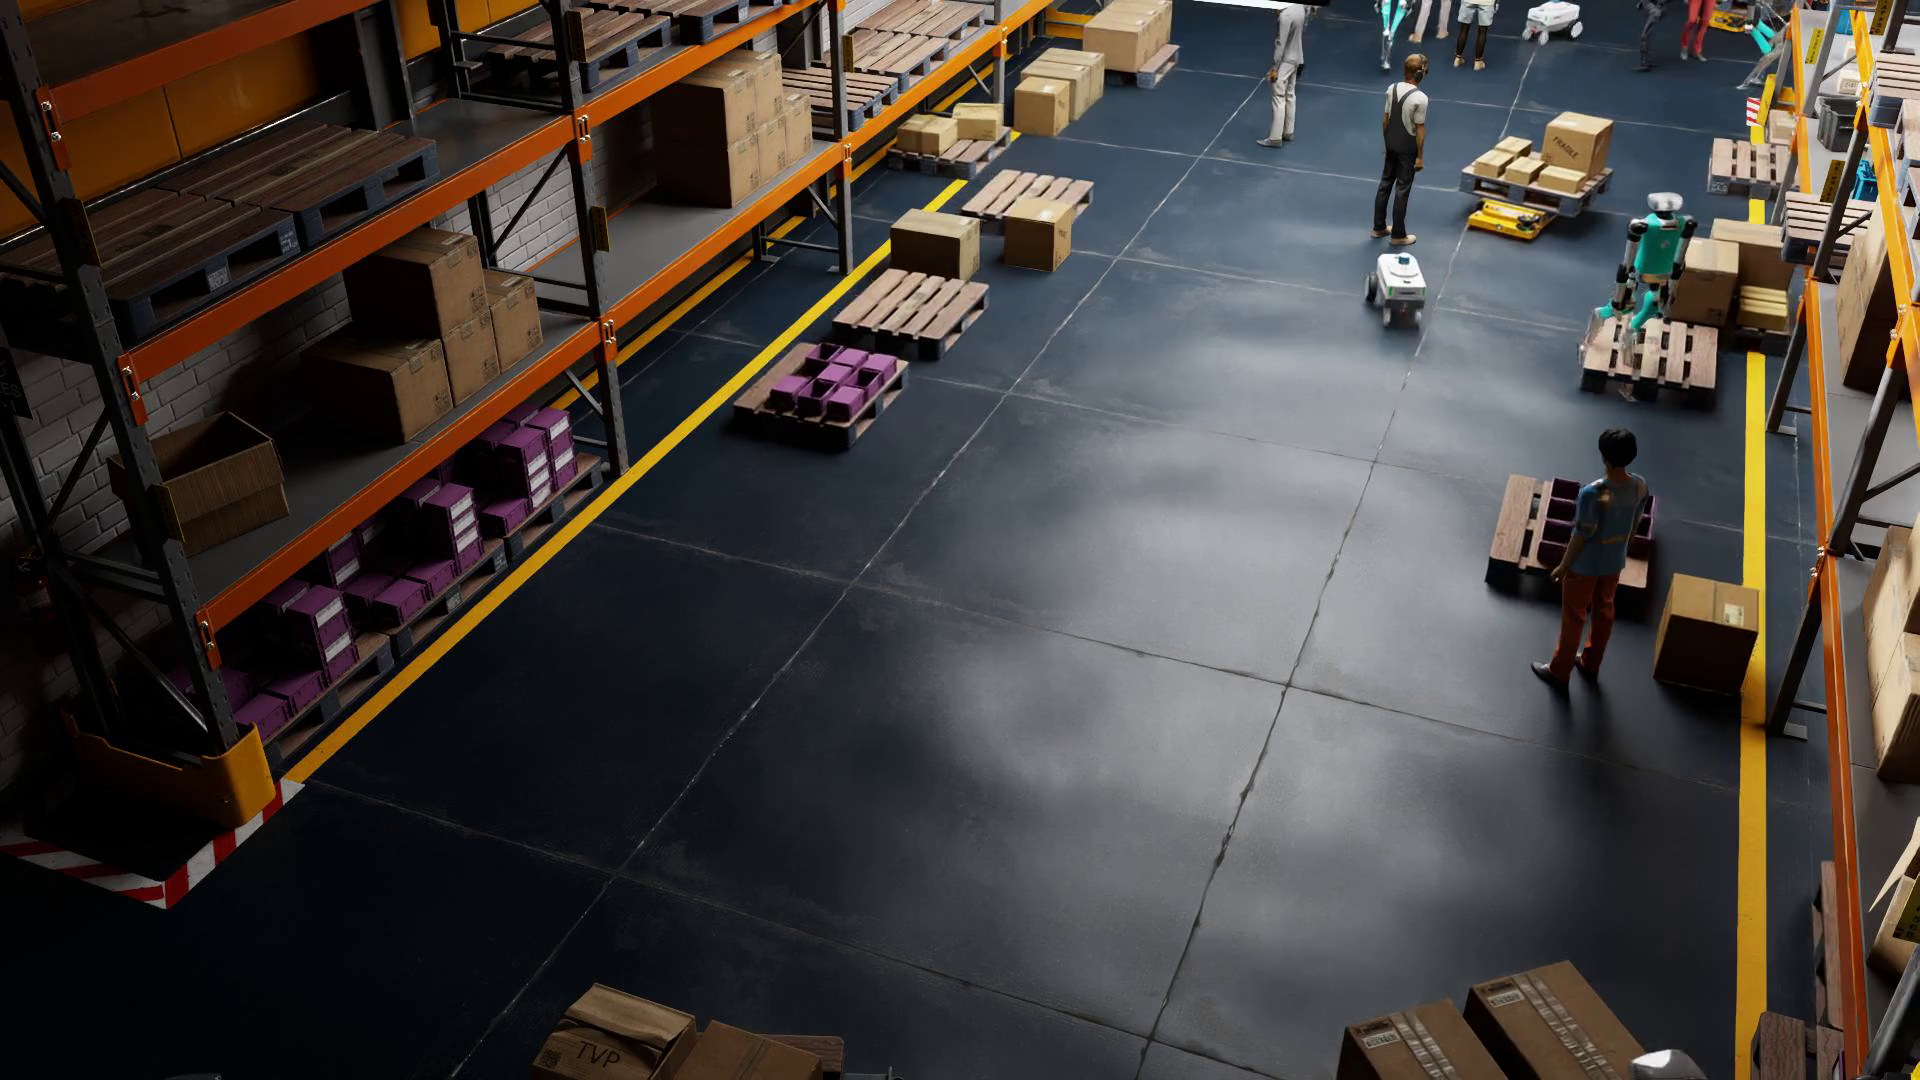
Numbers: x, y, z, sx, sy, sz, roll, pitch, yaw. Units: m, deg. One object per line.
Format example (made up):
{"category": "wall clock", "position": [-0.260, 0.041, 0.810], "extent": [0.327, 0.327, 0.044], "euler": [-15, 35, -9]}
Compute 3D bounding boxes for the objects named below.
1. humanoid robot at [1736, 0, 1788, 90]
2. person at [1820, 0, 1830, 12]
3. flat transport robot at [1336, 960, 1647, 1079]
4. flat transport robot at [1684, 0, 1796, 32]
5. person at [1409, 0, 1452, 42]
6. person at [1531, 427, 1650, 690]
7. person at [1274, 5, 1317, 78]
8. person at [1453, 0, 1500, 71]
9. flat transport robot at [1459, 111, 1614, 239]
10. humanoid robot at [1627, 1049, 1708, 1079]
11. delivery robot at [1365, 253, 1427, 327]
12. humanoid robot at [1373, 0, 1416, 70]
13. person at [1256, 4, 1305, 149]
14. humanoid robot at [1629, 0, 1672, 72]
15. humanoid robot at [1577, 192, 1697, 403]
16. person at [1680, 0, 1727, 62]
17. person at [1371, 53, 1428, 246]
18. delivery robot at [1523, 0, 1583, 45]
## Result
{"category": "humanoid robot", "position": [9.676, -6.261, 19.942], "extent": [0.848, 1.758, 0.547], "euler": [15, 36, 21]}
{"category": "person", "position": [10.977, -6.780, 20.614], "extent": [0.537, 1.865, 0.386], "euler": [-5, 33, -8]}
{"category": "flat transport robot", "position": [2.268, 2.824, 7.221], "extent": [0.659, 0.231, 1.431], "euler": [-10, 34, -15]}
{"category": "flat transport robot", "position": [10.712, -7.218, 22.762], "extent": [1.431, 0.231, 0.659], "euler": [-25, 40, -33]}
{"category": "person", "position": [6.256, -7.375, 21.656], "extent": [0.496, 1.737, 0.668], "euler": [17, 37, 25]}
{"category": "person", "position": [3.819, 0.119, 10.028], "extent": [0.496, 1.766, 0.322], "euler": [-10, 34, -16]}
{"category": "person", "position": [4.134, -6.566, 20.231], "extent": [0.551, 1.919, 0.717], "euler": [-9, 34, -13]}
{"category": "person", "position": [6.456, -6.699, 20.650], "extent": [0.529, 1.690, 0.322], "euler": [17, 37, 24]}
{"category": "flat transport robot", "position": [5.765, -3.416, 16.878], "extent": [0.659, 0.231, 1.431], "euler": [23, 39, 31]}
{"category": "humanoid robot", "position": [2.410, 2.503, 6.398], "extent": [0.536, 1.841, 0.663], "euler": [-11, 34, -16]}
{"category": "delivery robot", "position": [3.926, -2.276, 14.849], "extent": [0.499, 0.594, 0.779], "euler": [2, 33, 3]}
{"category": "humanoid robot", "position": [5.365, -6.591, 20.422], "extent": [0.569, 1.727, 0.973], "euler": [5, 33, 8]}
{"category": "person", "position": [3.574, -5.236, 18.205], "extent": [0.397, 1.892, 0.543], "euler": [20, 38, 28]}
{"category": "humanoid robot", "position": [8.598, -6.676, 20.617], "extent": [0.344, 1.649, 0.589], "euler": [-3, 33, -4]}
{"category": "humanoid robot", "position": [5.394, -2.078, 13.472], "extent": [0.544, 1.769, 0.948], "euler": [-4, 33, -6]}
{"category": "person", "position": [9.385, -6.902, 20.901], "extent": [0.564, 1.757, 0.361], "euler": [-1, 33, -2]}
{"category": "person", "position": [4.239, -3.729, 15.914], "extent": [0.346, 1.843, 0.506], "euler": [-19, 37, -27]}
{"category": "delivery robot", "position": [7.837, -6.882, 21.979], "extent": [0.792, 0.595, 0.499], "euler": [-20, 38, -28]}
